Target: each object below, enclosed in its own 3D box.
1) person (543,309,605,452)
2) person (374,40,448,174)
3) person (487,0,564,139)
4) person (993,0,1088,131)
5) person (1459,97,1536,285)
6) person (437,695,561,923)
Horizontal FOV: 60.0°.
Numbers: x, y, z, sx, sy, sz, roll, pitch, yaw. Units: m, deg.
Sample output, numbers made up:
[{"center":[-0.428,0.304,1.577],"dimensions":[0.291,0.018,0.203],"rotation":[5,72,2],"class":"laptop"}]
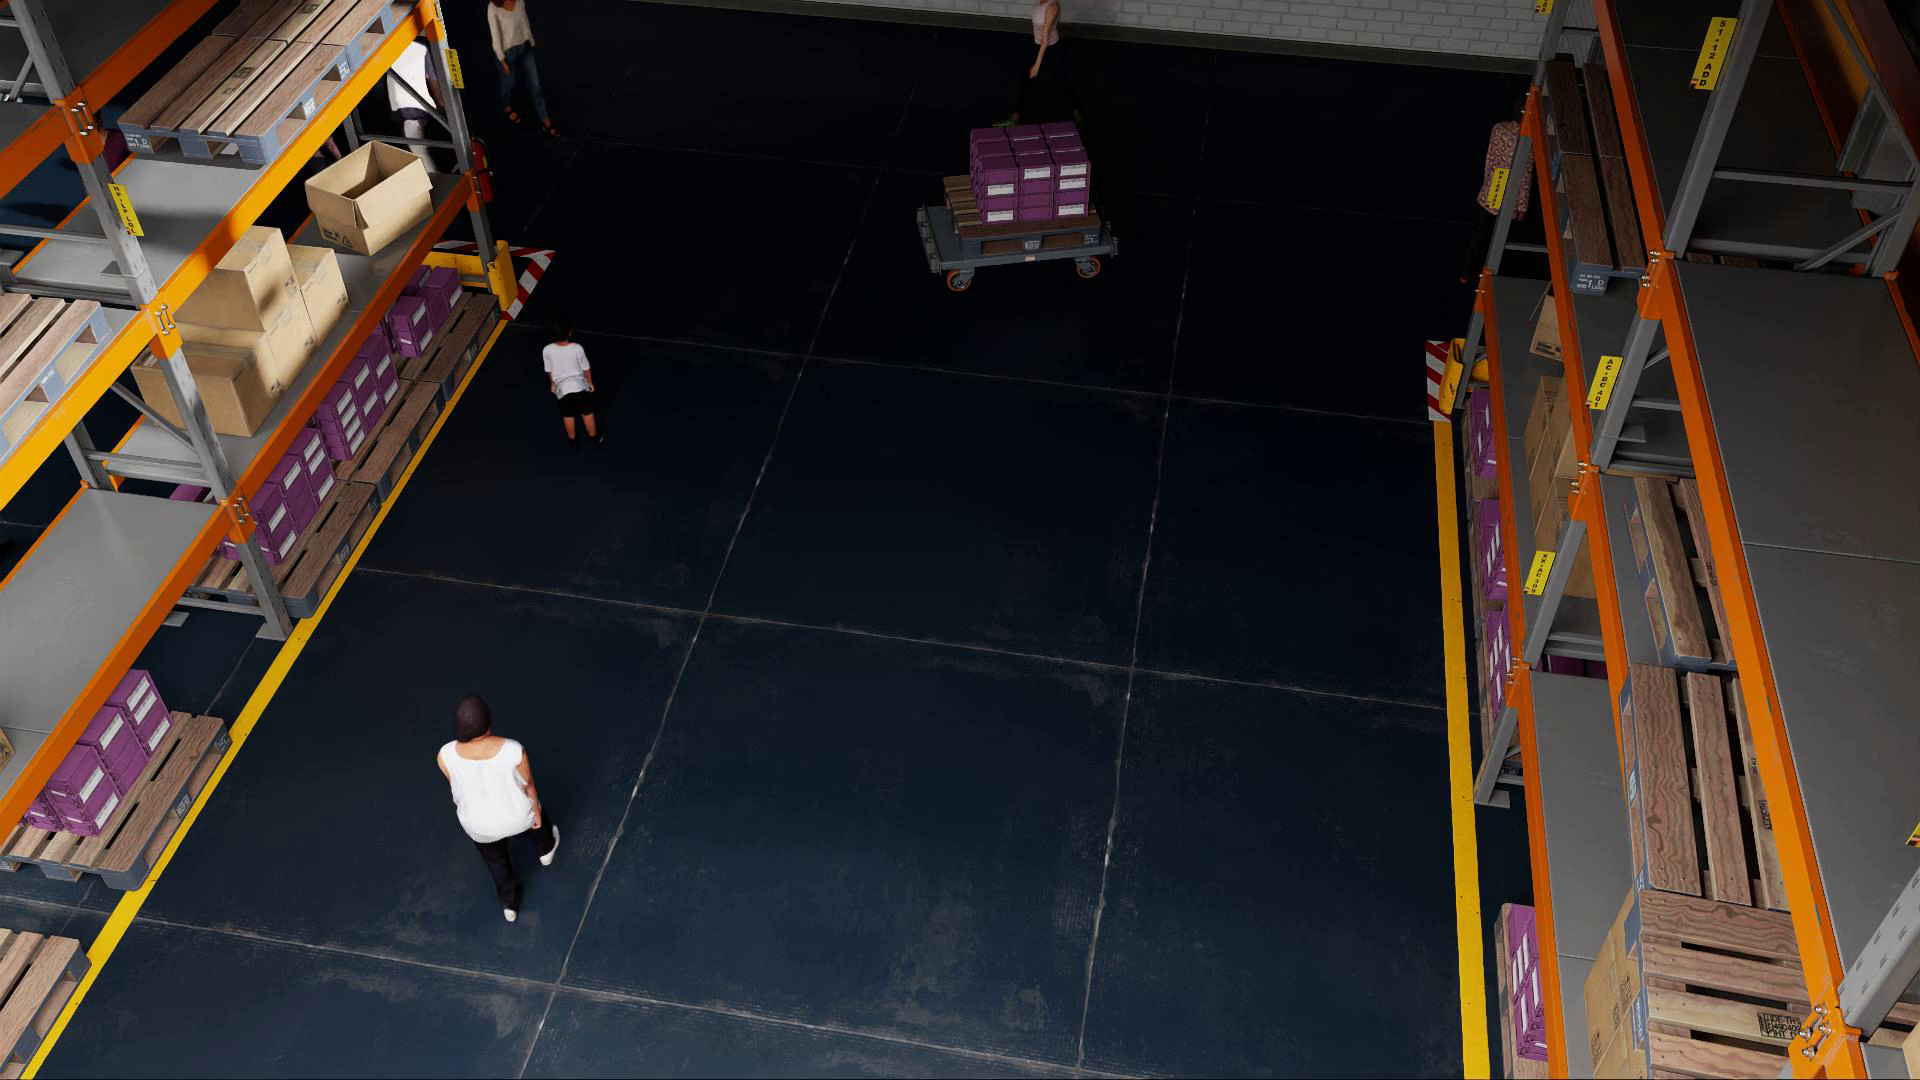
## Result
[{"center":[-2.932,-1.198,12.531],"dimensions":[0.541,1.262,0.567],"rotation":[-4,44,-4],"class":"person"},{"center":[-4.818,-3.758,14.793],"dimensions":[1.179,1.849,1.257],"rotation":[34,53,30],"class":"person"},{"center":[-4.316,-4.671,15.904],"dimensions":[1.065,1.640,1.101],"rotation":[34,53,30],"class":"person"},{"center":[0.930,-4.622,15.842],"dimensions":[1.038,1.654,1.192],"rotation":[-11,45,-11],"class":"person"},{"center":[4.531,-2.864,13.885],"dimensions":[0.833,1.808,0.736],"rotation":[-18,47,-18],"class":"person"},{"center":[-2.607,1.548,9.358],"dimensions":[0.779,1.665,0.948],"rotation":[-3,44,-3],"class":"person"}]
